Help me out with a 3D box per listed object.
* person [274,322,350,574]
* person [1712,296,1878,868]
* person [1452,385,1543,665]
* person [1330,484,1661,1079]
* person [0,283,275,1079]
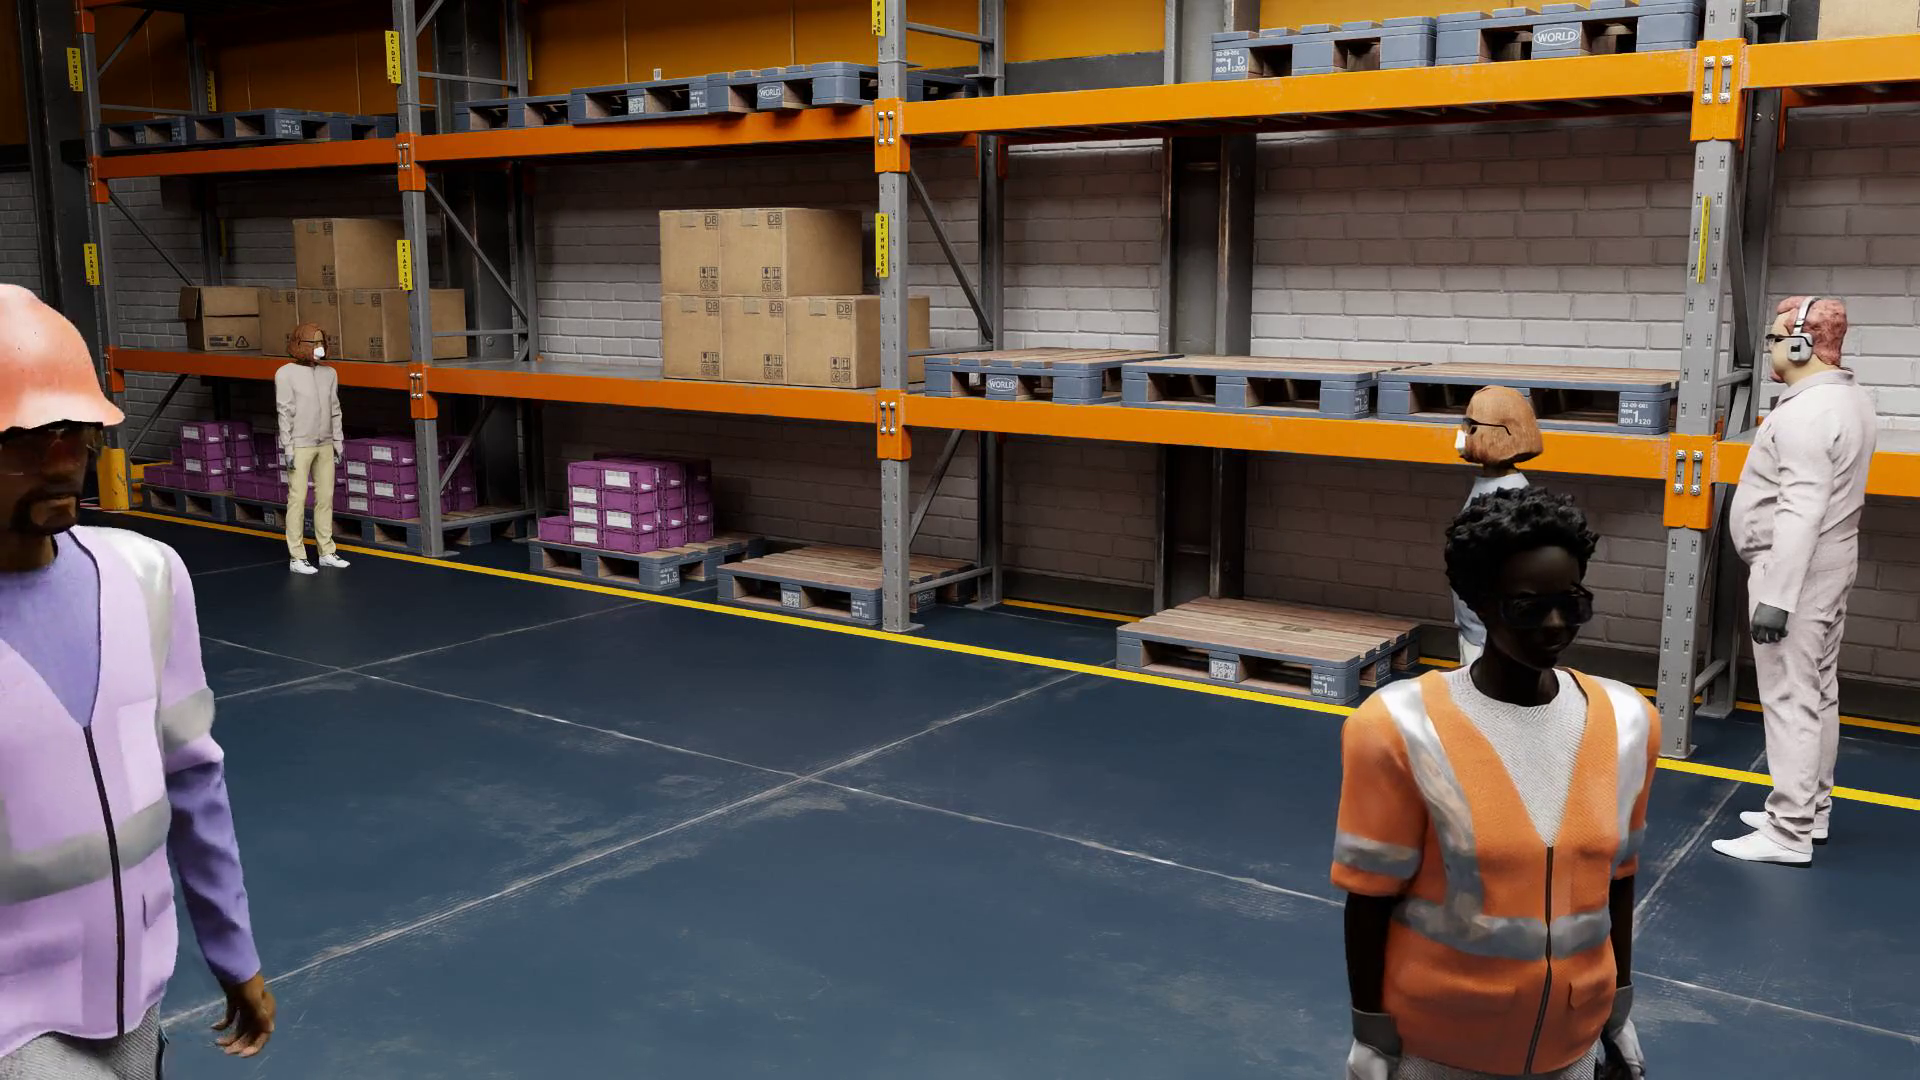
[{"bbox_3d":[-4.223,-0.598,10.840,0.277,1.629,0.496,5,11,27],"label":"person"},{"bbox_3d":[2.802,0.139,5.613,0.403,1.906,0.652,8,12,39],"label":"person"},{"bbox_3d":[1.673,0.324,5.309,0.282,1.636,0.500,1,10,8],"label":"person"},{"bbox_3d":[0.818,0.753,2.575,0.533,1.697,0.322,-2,10,-12],"label":"person"},{"bbox_3d":[-1.389,0.630,2.422,1.025,2.001,0.612,4,10,20],"label":"person"}]
